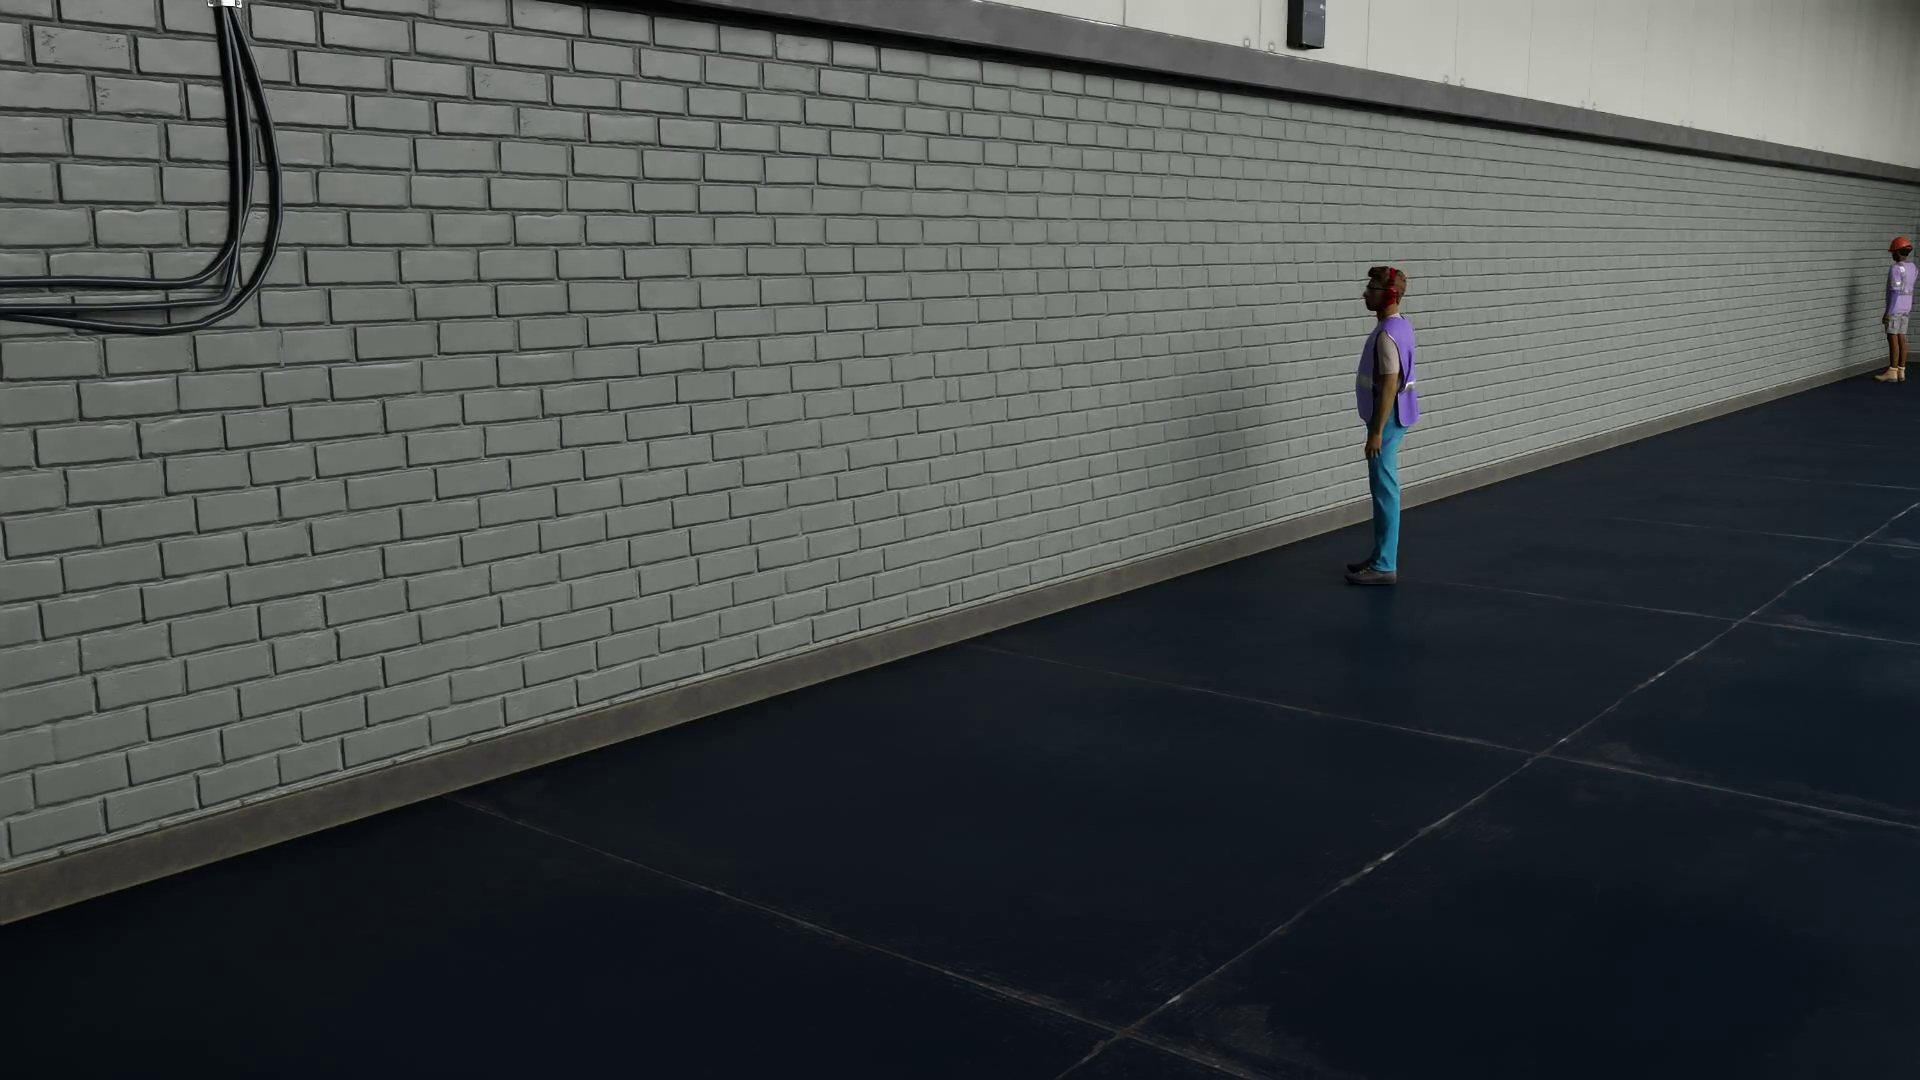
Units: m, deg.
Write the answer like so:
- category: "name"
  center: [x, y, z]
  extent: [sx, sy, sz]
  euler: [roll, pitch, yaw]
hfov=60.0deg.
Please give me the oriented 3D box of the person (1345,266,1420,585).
- category: "person"
  center: [2.496, -0.672, 9.765]
  extent: [0.390, 1.850, 0.565]
  euler: [3, 11, 16]

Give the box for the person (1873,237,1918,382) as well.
- category: "person"
  center: [13.322, -3.281, 23.687]
  extent: [0.615, 2.039, 0.382]
  euler: [-8, 13, -36]
